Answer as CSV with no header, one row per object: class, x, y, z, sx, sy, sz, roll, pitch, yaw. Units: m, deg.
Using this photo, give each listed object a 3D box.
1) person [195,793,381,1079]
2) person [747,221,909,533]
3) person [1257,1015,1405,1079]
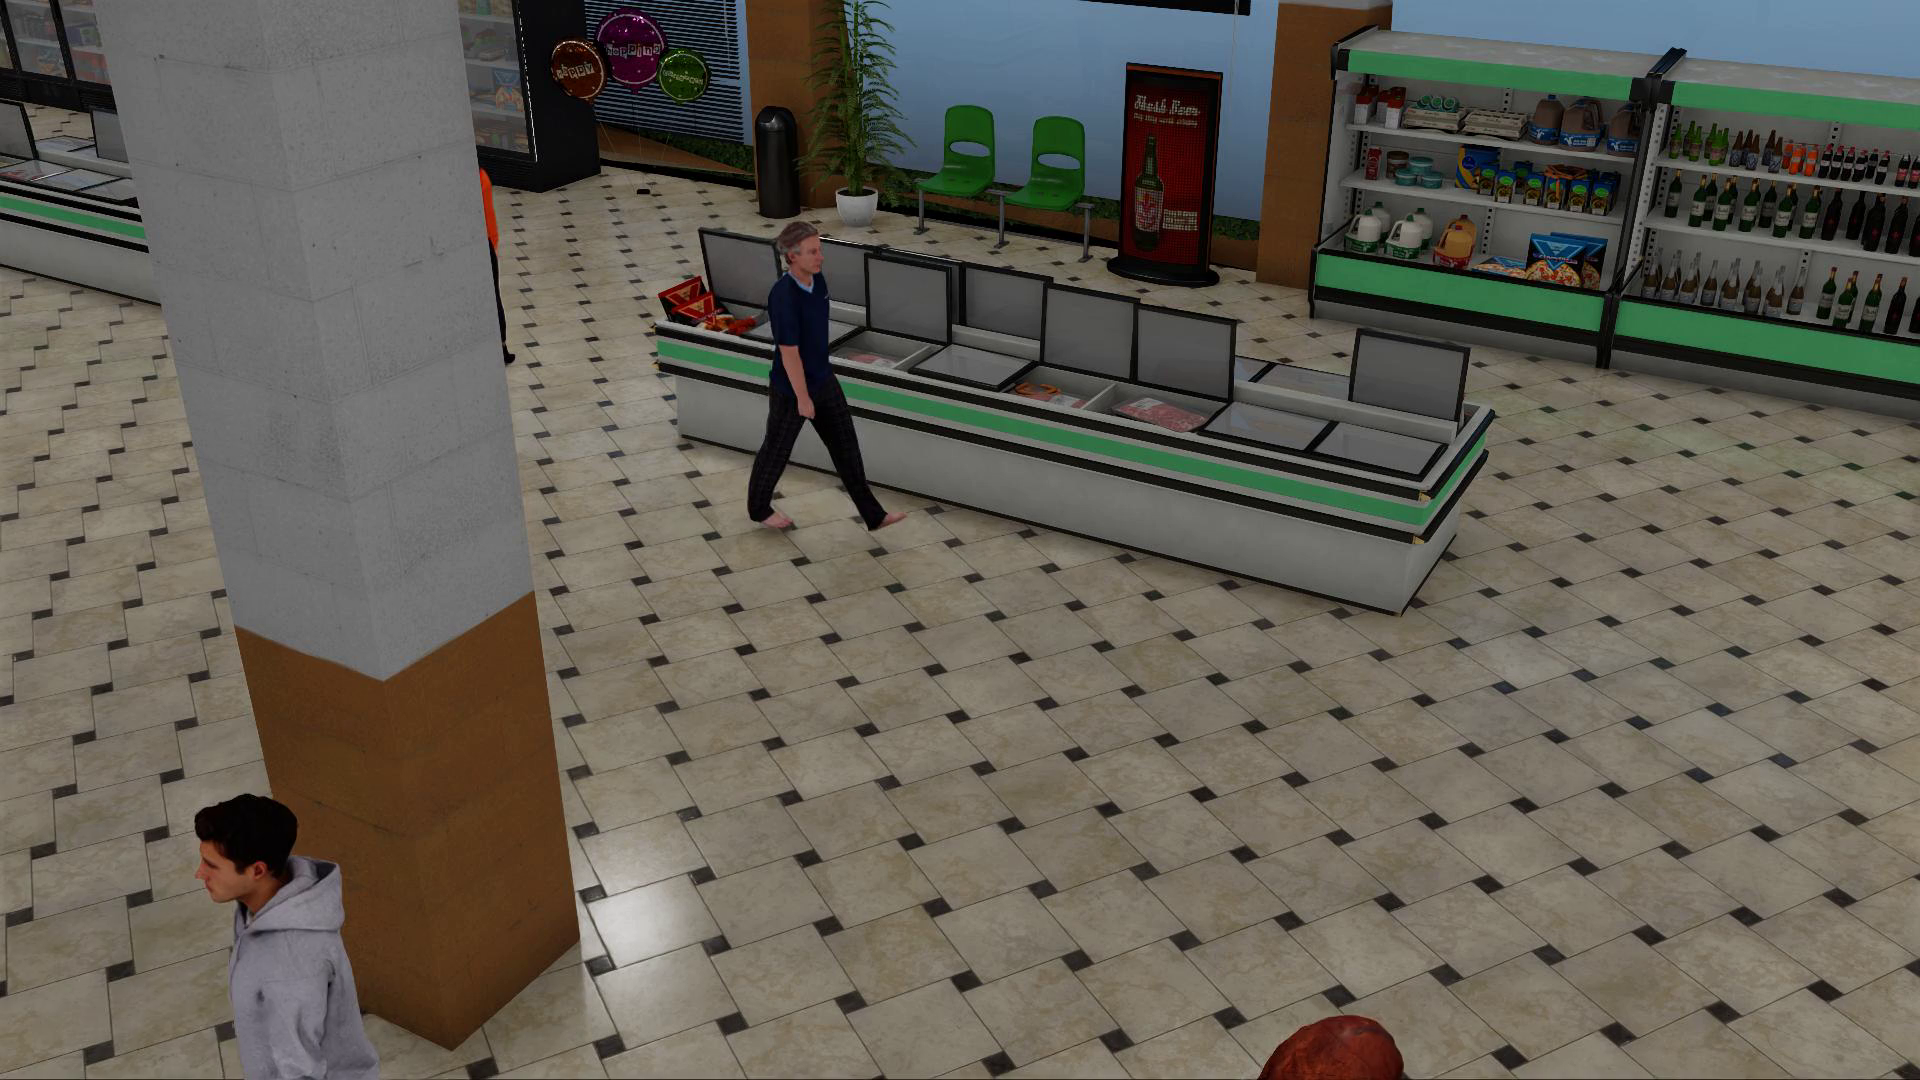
person,-1.650,1.485,4.523,1.041,1.908,1.132,-17,31,-30
person,-0.961,-0.844,9.219,1.196,1.814,0.728,12,29,22
person,0.732,1.871,3.892,0.627,1.791,0.731,17,31,29
